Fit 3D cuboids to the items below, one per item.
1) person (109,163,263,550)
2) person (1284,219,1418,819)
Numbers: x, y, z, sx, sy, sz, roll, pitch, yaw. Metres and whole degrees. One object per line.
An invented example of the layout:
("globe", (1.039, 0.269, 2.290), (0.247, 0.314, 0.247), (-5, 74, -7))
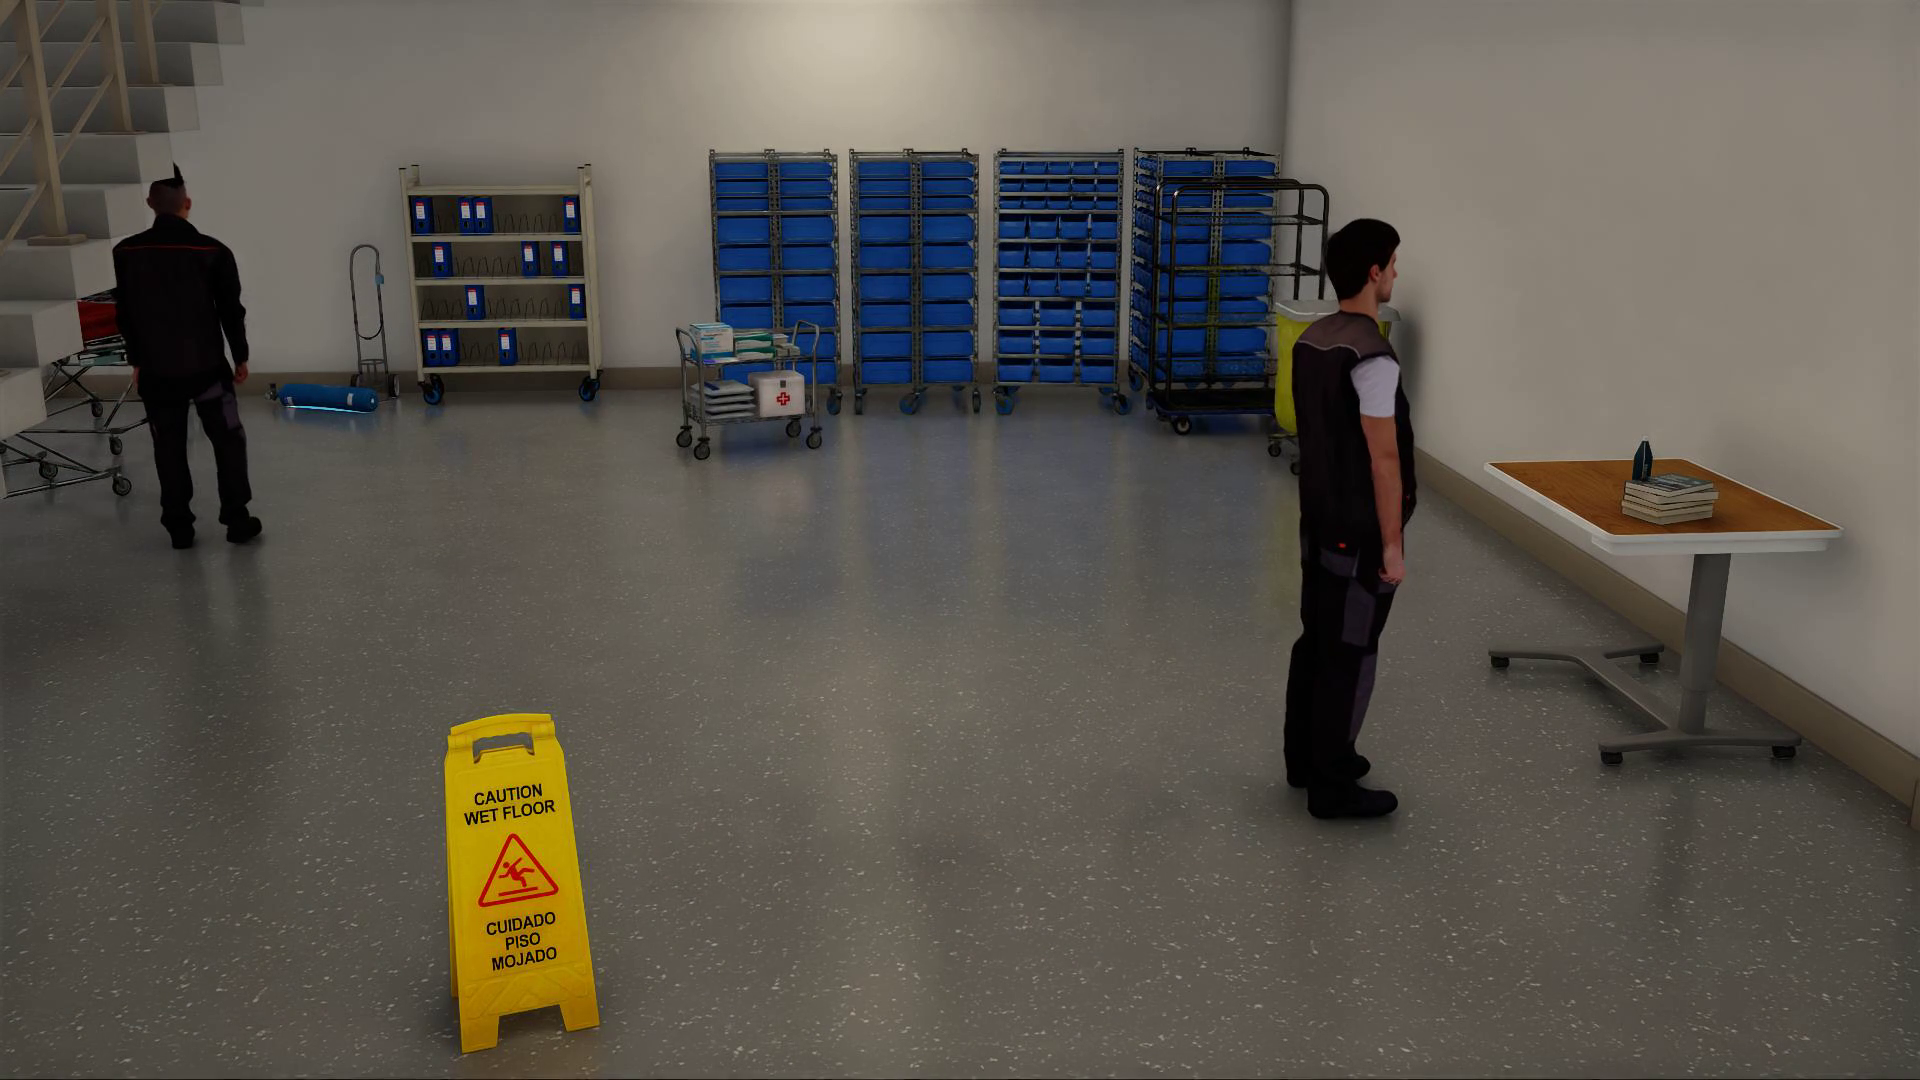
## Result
("person", (-3.757, -0.885, 8.061), (0.784, 1.861, 0.641), (-4, 16, -13))
("person", (1.176, -0.047, 5.110), (0.739, 1.851, 0.559), (-4, 16, -13))
